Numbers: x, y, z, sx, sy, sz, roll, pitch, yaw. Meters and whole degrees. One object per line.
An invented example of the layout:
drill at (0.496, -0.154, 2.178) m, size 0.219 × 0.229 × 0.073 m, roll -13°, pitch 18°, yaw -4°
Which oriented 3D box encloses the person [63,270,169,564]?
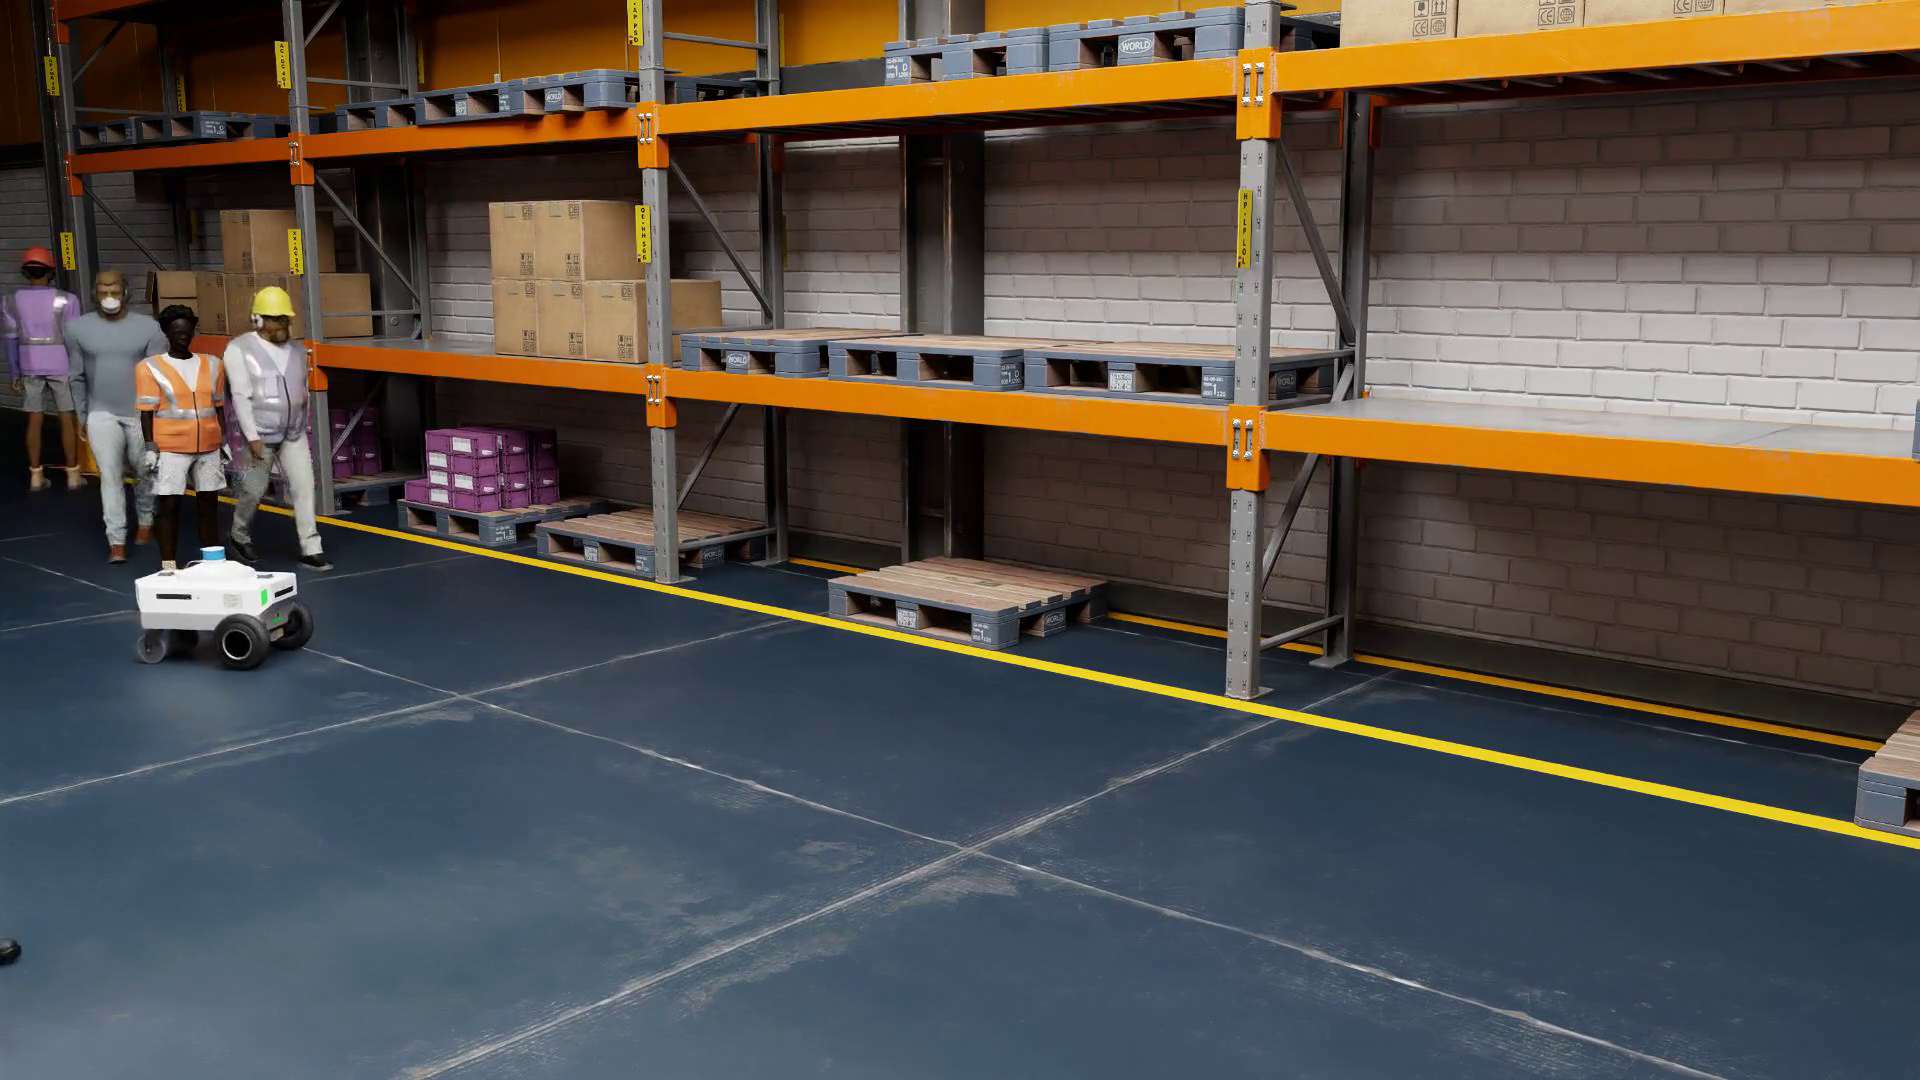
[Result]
person at (-5.529, -0.836, 11.006) m, size 0.642 × 1.891 × 1.025 m, roll -4°, pitch 11°, yaw -22°

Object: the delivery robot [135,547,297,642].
delivery robot at (-3.651, 0.276, 8.170) m, size 0.707 × 0.478 × 0.477 m, roll 1°, pitch 10°, yaw 7°

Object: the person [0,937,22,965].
person at (-3.169, 0.298, 4.496) m, size 0.926 × 1.911 × 0.541 m, roll -1°, pitch 10°, yaw -6°

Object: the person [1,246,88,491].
person at (-7.621, -1.428, 13.926) m, size 0.612 × 2.037 × 0.390 m, roll -2°, pitch 10°, yaw -11°

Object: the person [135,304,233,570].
person at (-4.573, -0.541, 9.843) m, size 0.315 × 1.695 × 0.541 m, roll 8°, pitch 13°, yaw 39°

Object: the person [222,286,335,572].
person at (-4.360, -0.705, 10.506) m, size 0.850 × 1.793 × 0.572 m, roll 8°, pitch 13°, yaw 38°
